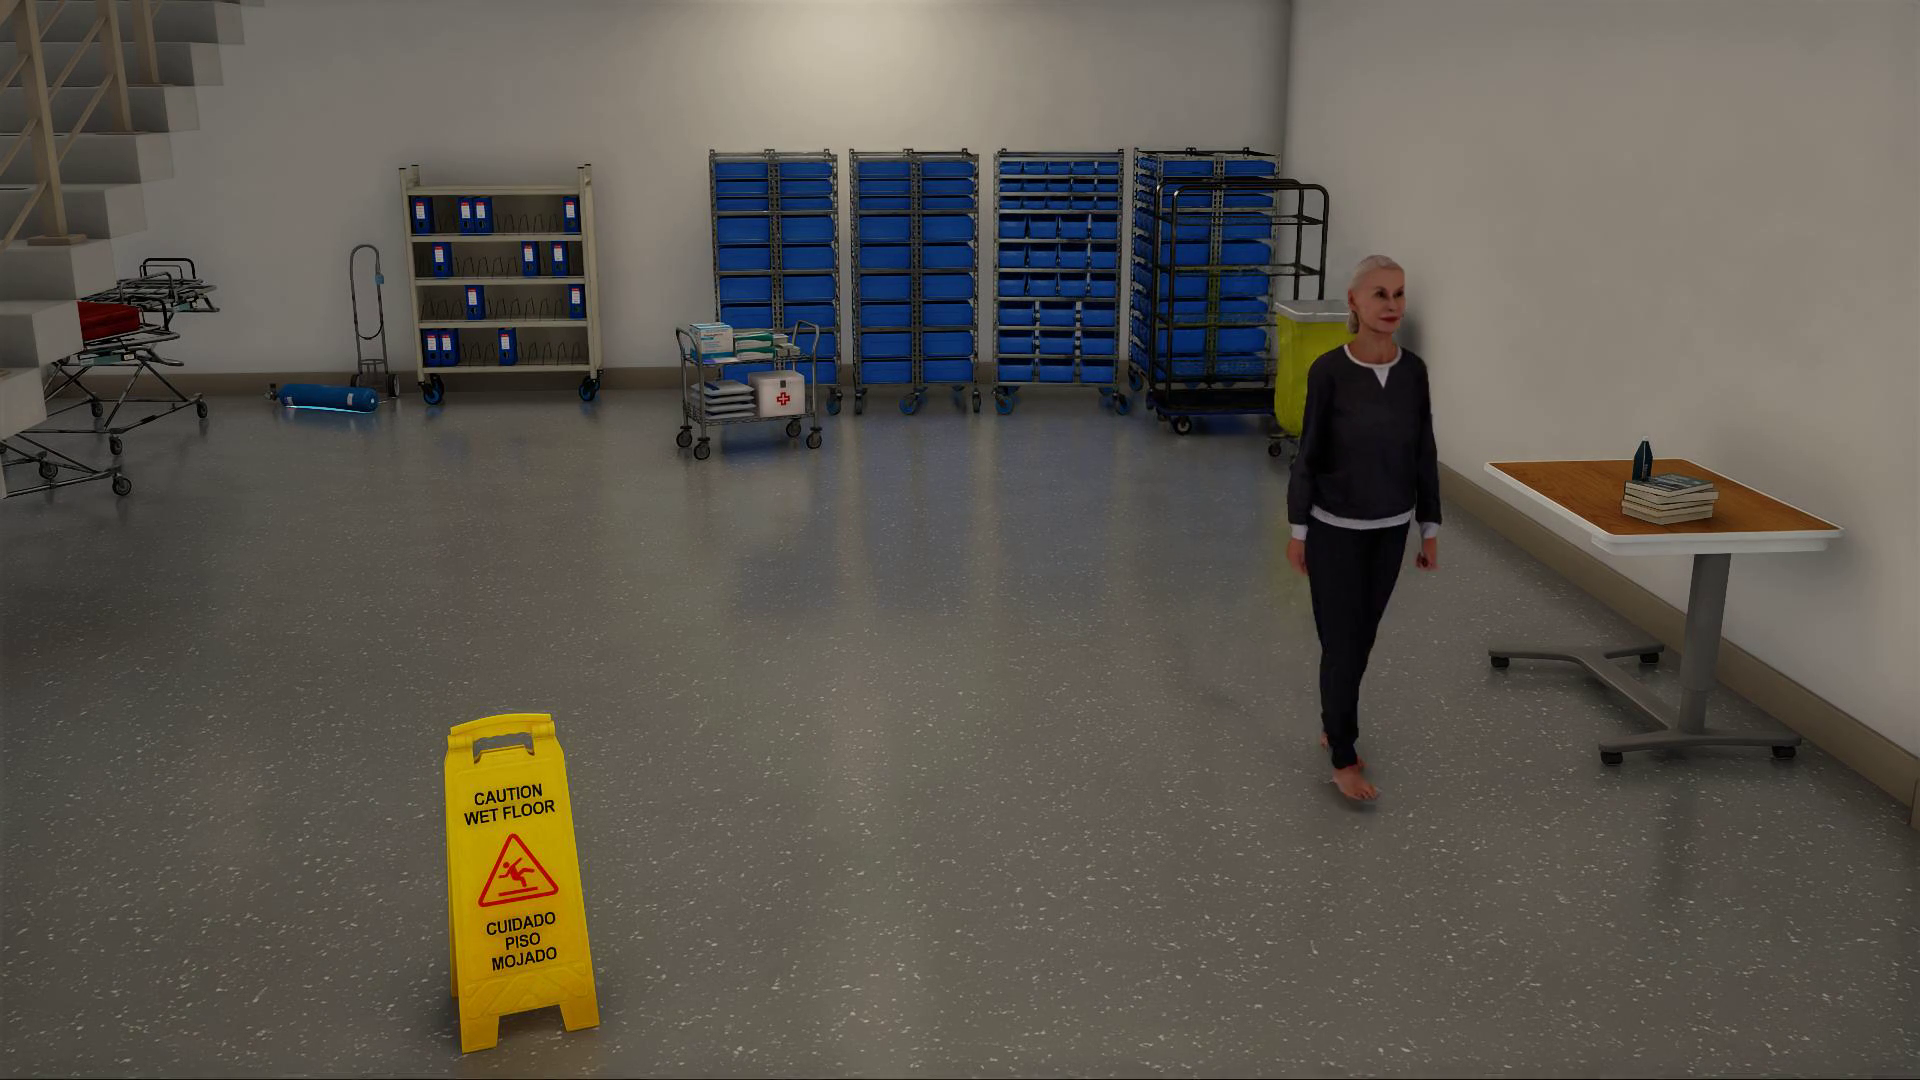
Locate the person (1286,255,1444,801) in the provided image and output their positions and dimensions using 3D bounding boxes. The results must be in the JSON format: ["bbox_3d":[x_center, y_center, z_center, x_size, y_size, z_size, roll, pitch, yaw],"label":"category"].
[{"bbox_3d":[1.269,-0.077,5.470,0.736,1.711,0.853,-5,16,-17],"label":"person"}]
